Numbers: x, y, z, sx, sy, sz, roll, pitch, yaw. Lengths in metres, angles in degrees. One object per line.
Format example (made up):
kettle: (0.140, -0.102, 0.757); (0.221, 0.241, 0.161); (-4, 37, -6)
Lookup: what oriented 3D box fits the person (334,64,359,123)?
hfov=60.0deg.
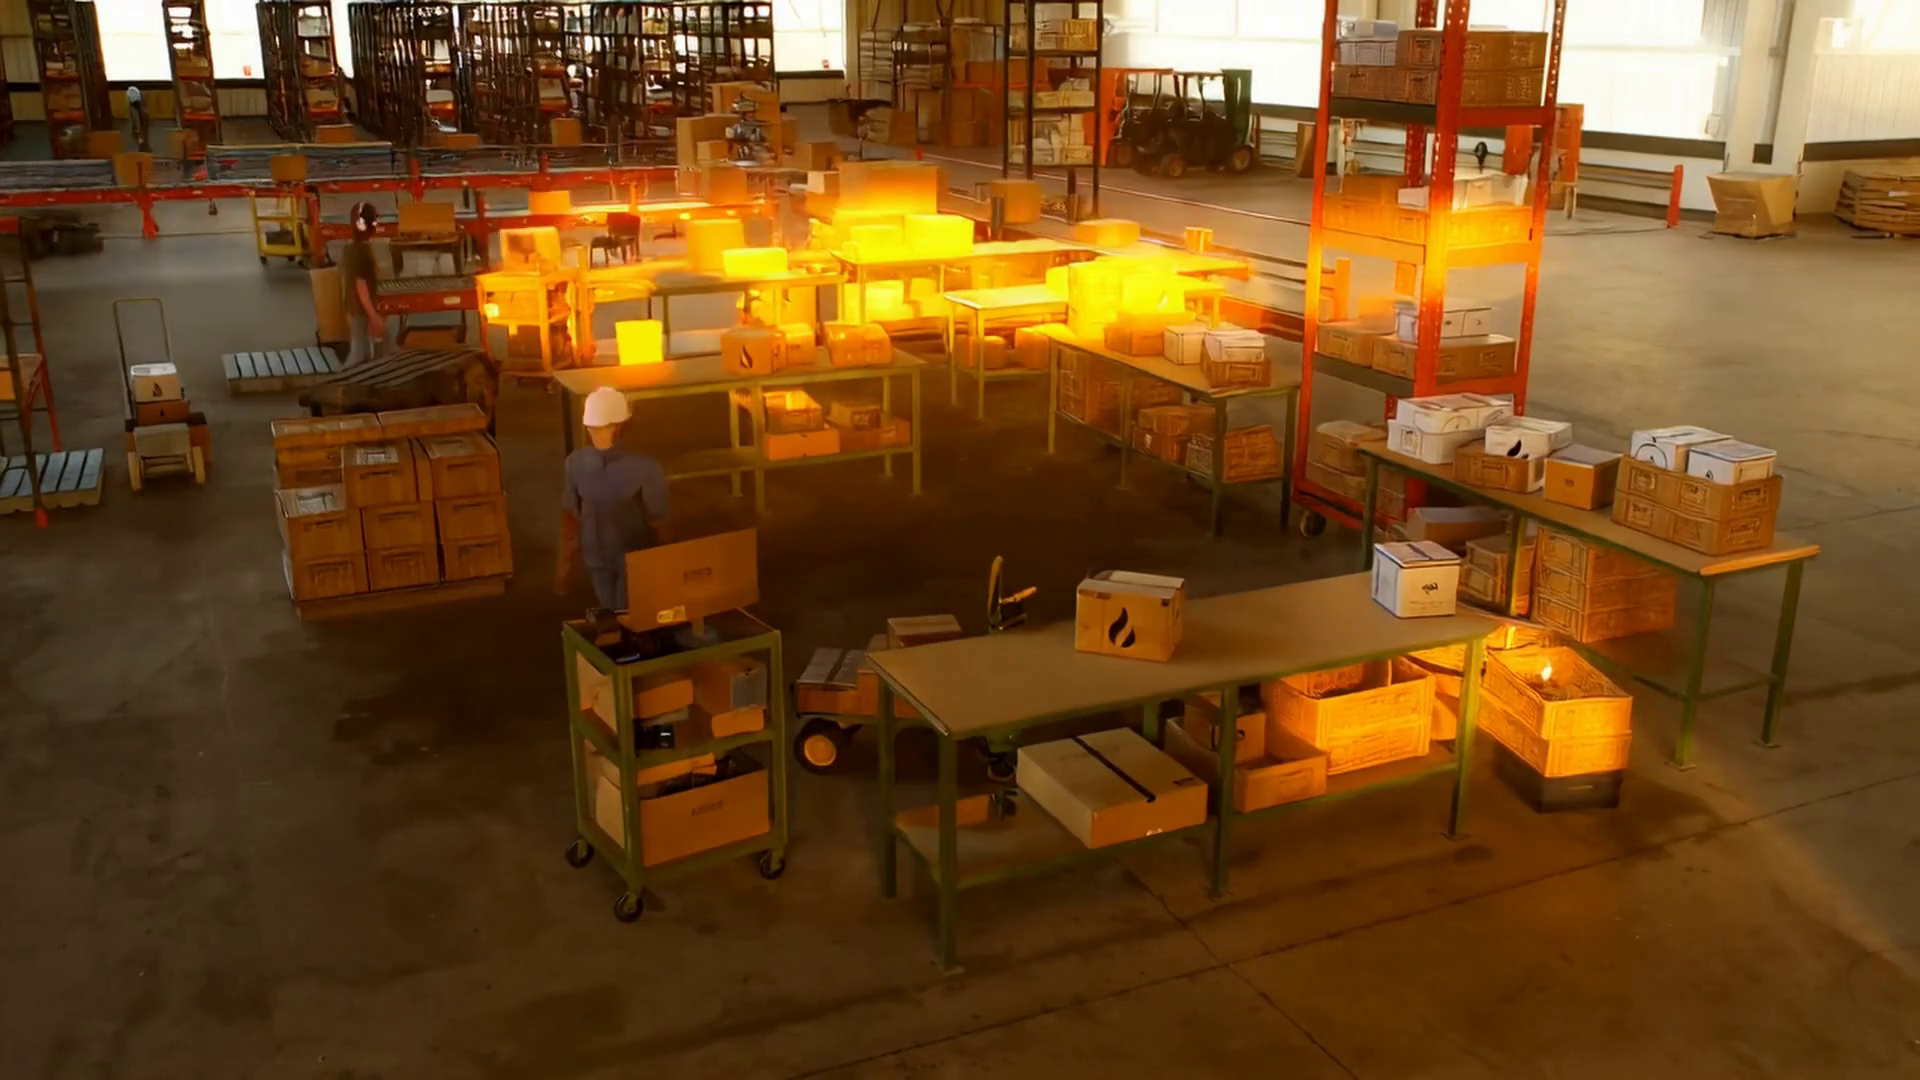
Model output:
person: (-19.349, -13.999, 52.242); (0.812, 1.815, 0.604); (-13, 22, -35)

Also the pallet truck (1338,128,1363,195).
pallet truck: (7.845, -7.140, 31.411); (1.522, 1.261, 0.704); (-9, 20, -25)

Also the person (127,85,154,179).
person: (-17.081, -8.480, 34.626); (0.407, 1.910, 0.640); (-8, 19, -23)

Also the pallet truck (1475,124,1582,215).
pallet truck: (9.707, -6.455, 28.103); (1.885, 1.965, 0.823); (-7, 19, -20)

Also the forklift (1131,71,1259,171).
forklift: (4.998, -8.936, 35.413); (2.680, 1.987, 1.157); (-9, 20, -25)

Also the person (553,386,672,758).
person: (-1.624, 0.116, 7.850); (0.520, 1.720, 0.922); (7, 19, 21)

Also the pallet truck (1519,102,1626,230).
pallet truck: (9.972, -6.037, 26.785); (1.885, 1.965, 0.823); (-9, 20, -25)

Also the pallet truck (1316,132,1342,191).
pallet truck: (7.723, -7.504, 32.656); (1.601, 1.201, 0.680); (-8, 19, -23)

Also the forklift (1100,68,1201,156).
forklift: (4.082, -9.564, 37.410); (2.680, 1.987, 1.157); (-8, 19, -23)

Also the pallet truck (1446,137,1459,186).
pallet truck: (9.184, -6.485, 29.328); (1.630, 1.274, 0.653); (-8, 19, -23)

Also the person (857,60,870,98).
person: (-2.936, -13.588, 50.602); (0.412, 1.985, 0.625); (-4, 18, -14)

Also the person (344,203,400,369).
person: (-4.896, -1.915, 14.063); (0.944, 1.827, 0.559); (-3, 18, -8)
